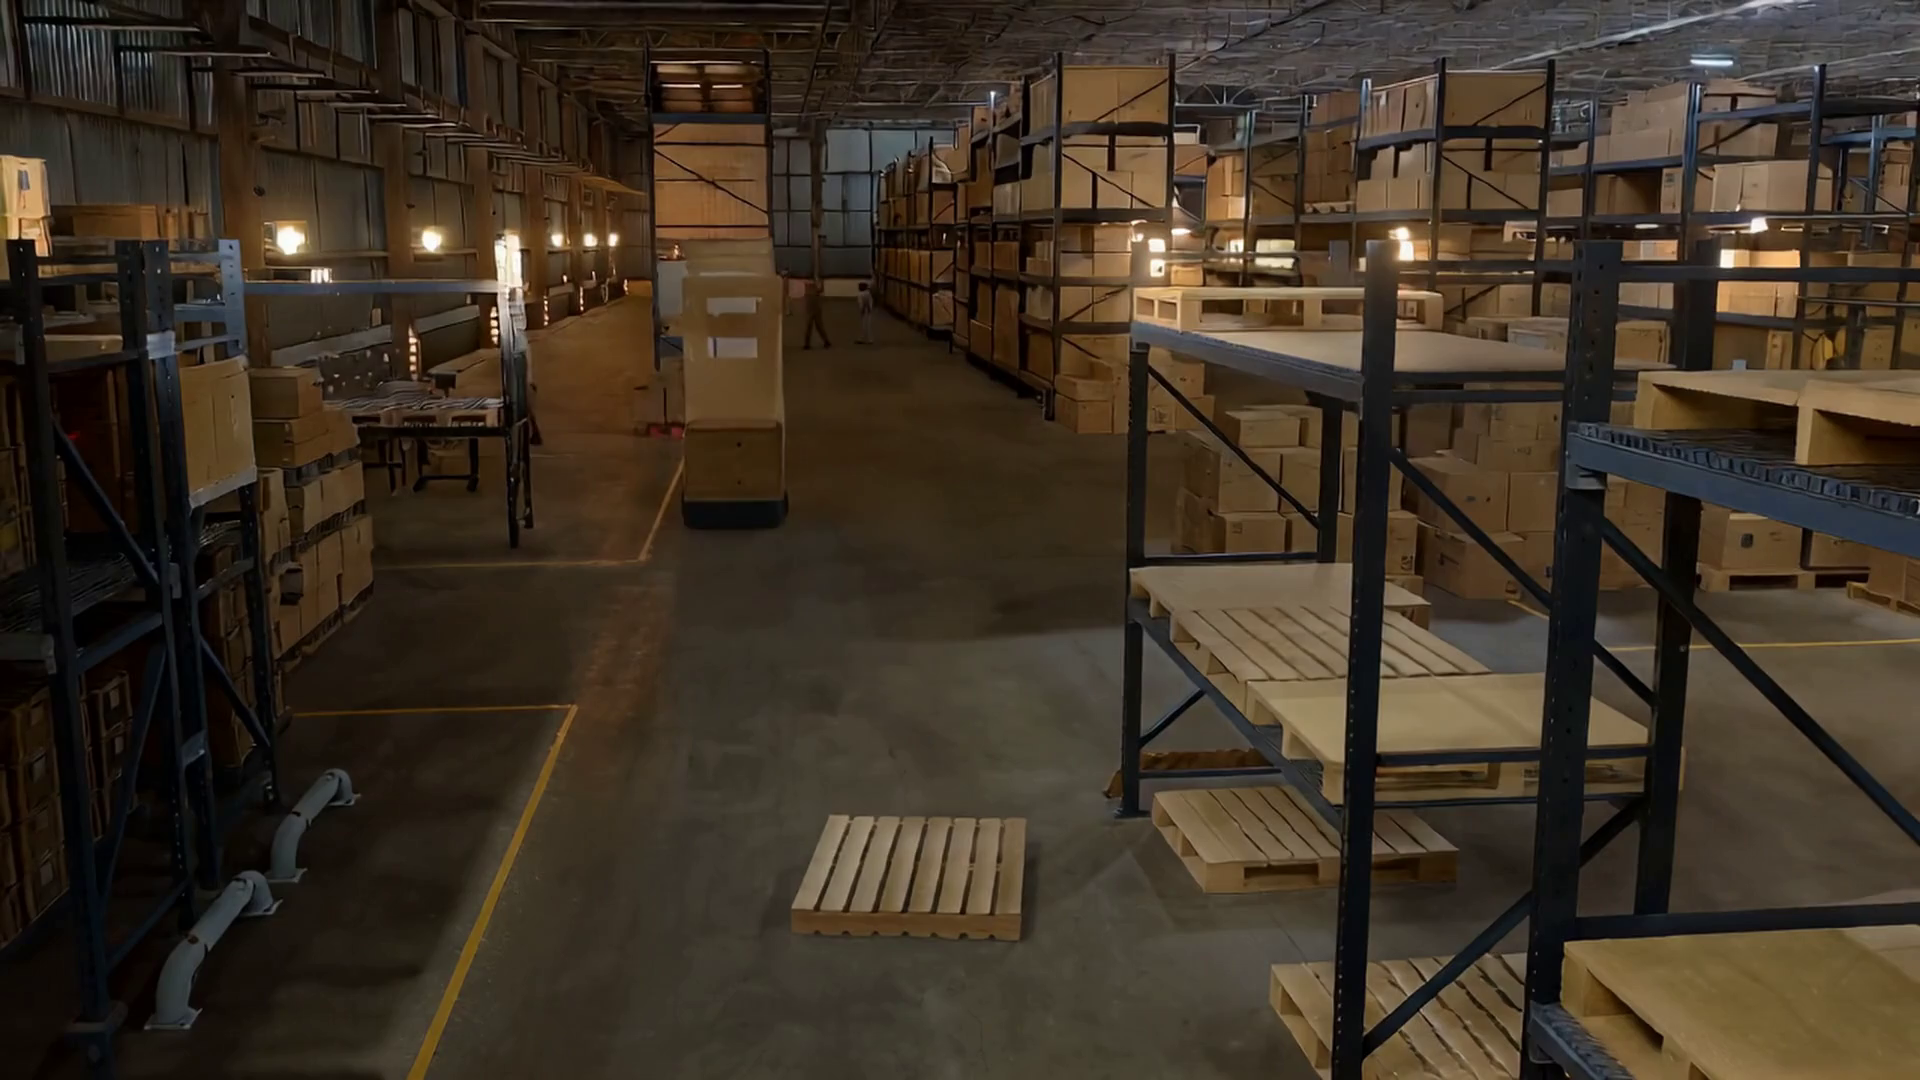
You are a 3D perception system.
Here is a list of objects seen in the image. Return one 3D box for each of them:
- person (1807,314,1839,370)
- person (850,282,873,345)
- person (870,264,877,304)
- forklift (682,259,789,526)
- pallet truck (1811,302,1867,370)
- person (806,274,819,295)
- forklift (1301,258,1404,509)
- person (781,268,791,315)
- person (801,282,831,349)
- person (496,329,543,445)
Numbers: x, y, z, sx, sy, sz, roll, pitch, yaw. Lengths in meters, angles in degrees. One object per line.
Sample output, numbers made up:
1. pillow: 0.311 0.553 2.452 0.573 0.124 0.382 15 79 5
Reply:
1. person: 13.134 -2.481 25.377 0.397 1.911 0.587 10 14 43
2. person: -2.885 -6.565 48.235 0.791 1.815 0.602 0 10 0
3. person: -3.937 -12.064 78.605 0.982 1.918 0.558 -4 11 -20
4. forklift: -2.460 -1.651 18.079 1.129 2.768 1.873 -1 10 -6
5. pallet truck: 15.846 -3.142 28.793 1.885 1.965 0.823 2 10 12
6. person: -6.190 -10.364 69.867 0.521 1.618 0.637 2 10 10
7. forklift: 4.090 -1.737 18.556 1.873 2.768 1.129 3 11 18
8. person: -7.097 -10.037 67.244 0.406 1.911 0.639 5 11 24
9. person: -4.043 -6.262 46.460 0.637 1.863 0.949 10 14 44
10. person: -6.637 -2.354 24.709 0.962 1.888 0.573 3 11 15
